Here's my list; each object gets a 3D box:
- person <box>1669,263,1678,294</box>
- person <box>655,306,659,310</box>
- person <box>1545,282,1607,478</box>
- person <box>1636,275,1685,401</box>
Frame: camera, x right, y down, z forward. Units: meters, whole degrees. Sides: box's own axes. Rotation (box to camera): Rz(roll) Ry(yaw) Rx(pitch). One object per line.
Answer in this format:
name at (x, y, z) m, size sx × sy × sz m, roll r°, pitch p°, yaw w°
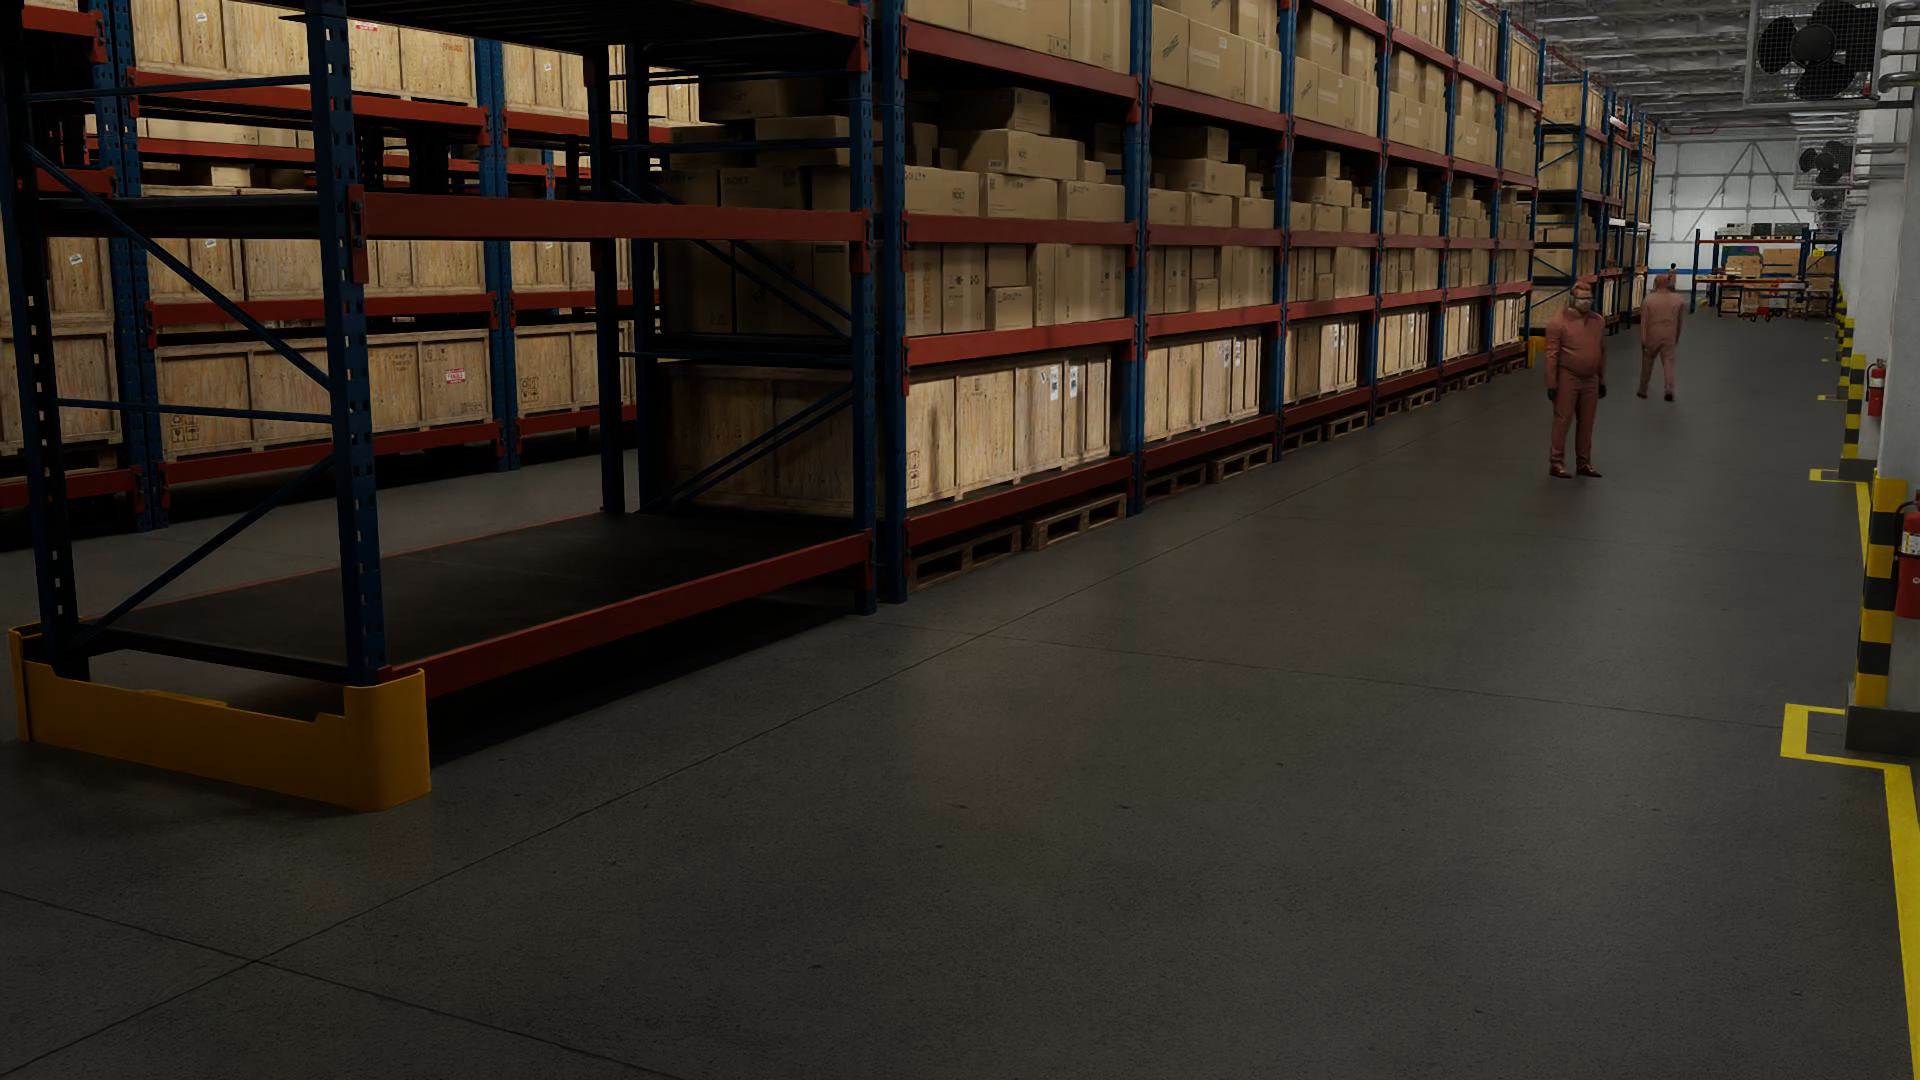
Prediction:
person at (33.944, -12.331, 79.196) m, size 0.539 × 1.686 × 0.319 m, roll -7°, pitch 12°, yaw -36°
person at (-4.765, -3.361, 26.531) m, size 0.552 × 1.936 × 0.360 m, roll -4°, pitch 11°, yaw -21°
person at (5.982, -1.540, 16.122) m, size 0.656 × 1.893 × 0.399 m, roll -3°, pitch 10°, yaw -15°
person at (10.409, -3.000, 24.710) m, size 0.637 × 1.861 × 1.009 m, roll 1°, pitch 10°, yaw 8°
